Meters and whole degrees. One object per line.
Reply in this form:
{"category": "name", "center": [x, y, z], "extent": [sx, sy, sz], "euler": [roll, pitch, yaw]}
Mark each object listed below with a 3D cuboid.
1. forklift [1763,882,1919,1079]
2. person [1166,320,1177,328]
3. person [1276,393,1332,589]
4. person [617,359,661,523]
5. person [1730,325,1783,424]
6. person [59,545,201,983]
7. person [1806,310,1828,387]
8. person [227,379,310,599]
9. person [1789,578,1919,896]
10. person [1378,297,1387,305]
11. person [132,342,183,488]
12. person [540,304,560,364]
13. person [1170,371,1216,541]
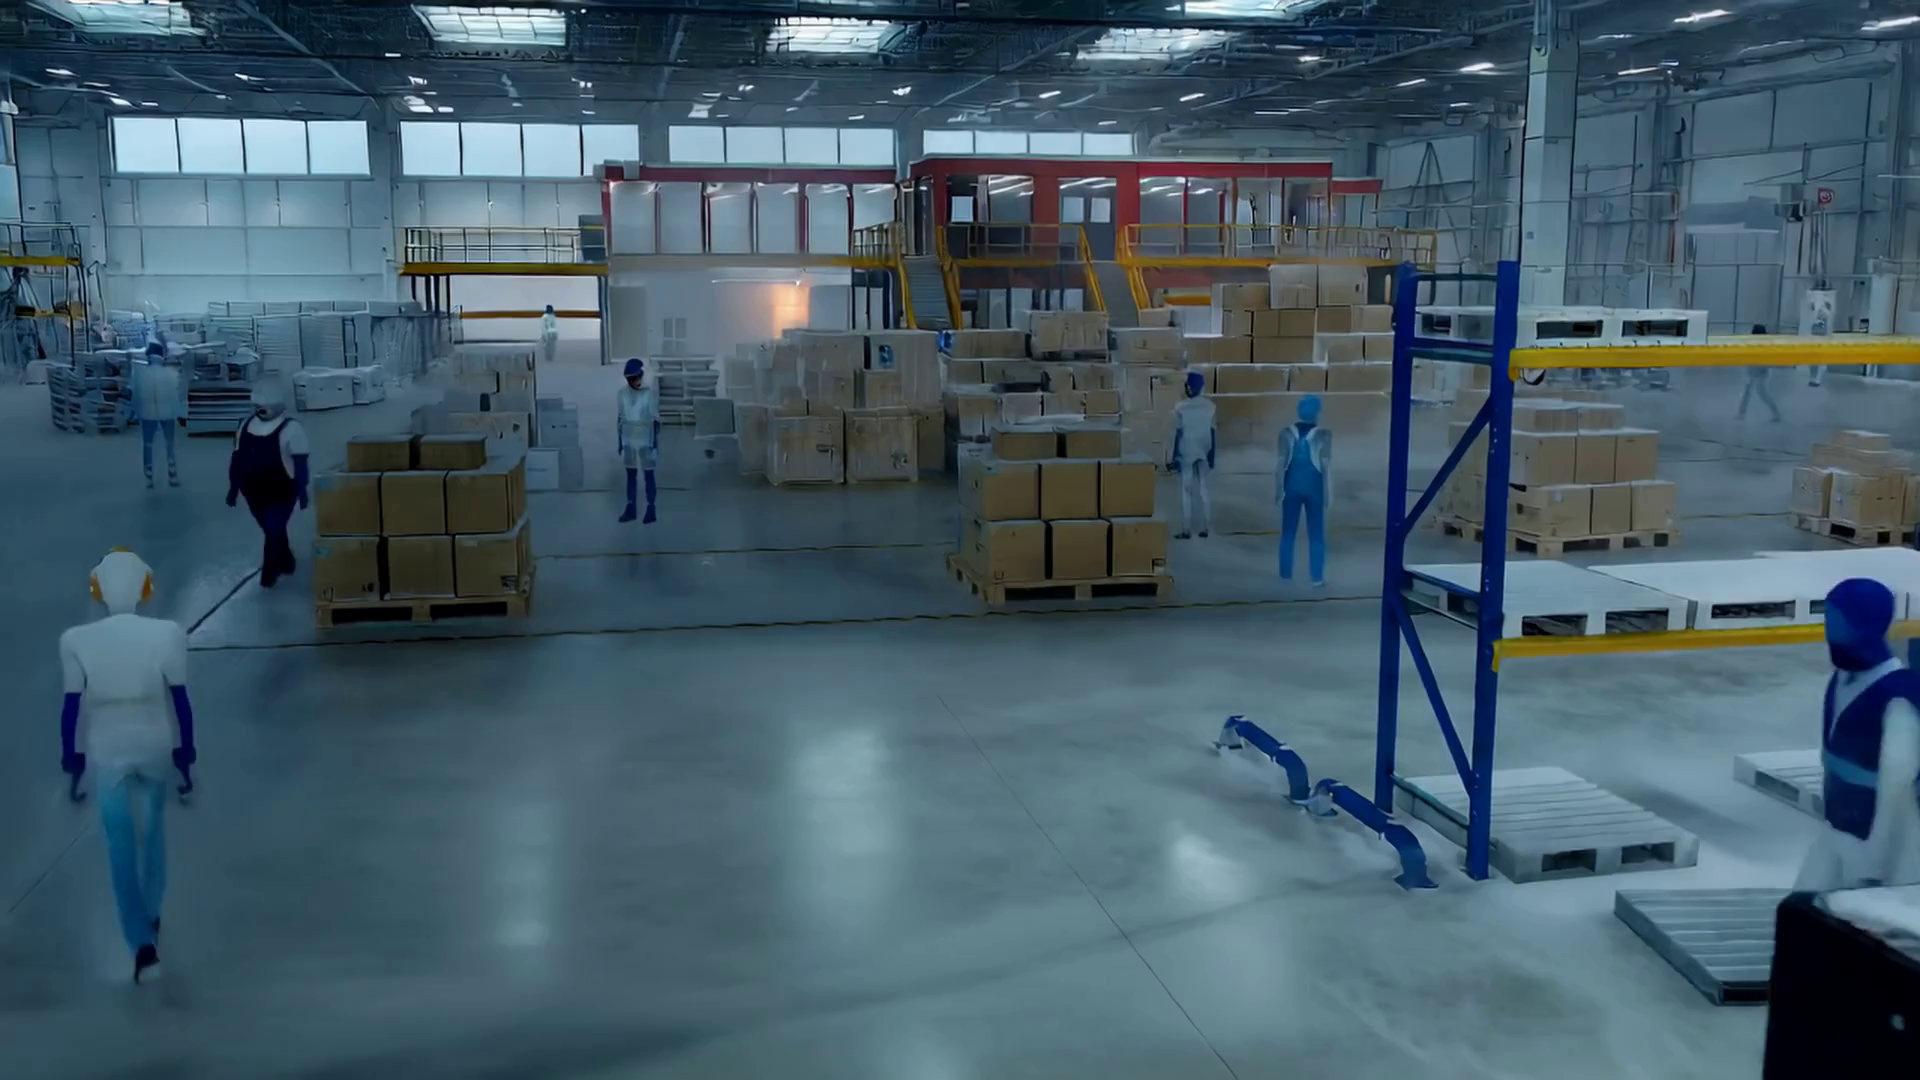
{"category": "forklift", "center": [3.493, 0.795, 4.780], "extent": [1.873, 2.768, 1.129], "euler": [-2, 10, -12]}
{"category": "person", "center": [4.524, -3.686, 35.081], "extent": [0.959, 1.908, 0.640], "euler": [5, 11, 28]}
{"category": "person", "center": [3.220, -0.455, 15.556], "extent": [0.512, 1.845, 0.354], "euler": [4, 10, 21]}
{"category": "person", "center": [-3.786, -1.160, 19.557], "extent": [0.547, 1.938, 0.379], "euler": [3, 10, 19]}
{"category": "person", "center": [15.417, -3.182, 31.985], "extent": [0.963, 1.917, 0.596], "euler": [7, 12, 37]}
{"category": "person", "center": [-3.554, 0.935, 7.116], "extent": [0.529, 1.833, 0.926], "euler": [-6, 11, -32]}
{"category": "person", "center": [21.678, -4.844, 42.042], "extent": [0.585, 1.928, 0.379], "euler": [-7, 12, -36]}
{"category": "person", "center": [-6.387, -0.528, 15.395], "extent": [0.681, 2.000, 1.017], "euler": [2, 10, 13]}
{"category": "person", "center": [3.268, 1.084, 6.030], "extent": [0.448, 1.890, 0.608], "euler": [1, 9, 5]}
{"category": "person", "center": [14.594, -7.447, 57.748], "extent": [0.409, 1.987, 0.614], "euler": [2, 10, 12]}
{"category": "person", "center": [-10.969, -1.708, 22.758], "extent": [0.622, 1.982, 0.405], "euler": [-7, 12, -37]}
{"category": "person", "center": [-12.751, -6.417, 51.803], "extent": [0.614, 1.868, 0.452], "euler": [-9, 13, -43]}
{"category": "person", "center": [2.551, -0.920, 18.311], "extent": [0.553, 1.869, 0.335], "euler": [-3, 10, -18]}
